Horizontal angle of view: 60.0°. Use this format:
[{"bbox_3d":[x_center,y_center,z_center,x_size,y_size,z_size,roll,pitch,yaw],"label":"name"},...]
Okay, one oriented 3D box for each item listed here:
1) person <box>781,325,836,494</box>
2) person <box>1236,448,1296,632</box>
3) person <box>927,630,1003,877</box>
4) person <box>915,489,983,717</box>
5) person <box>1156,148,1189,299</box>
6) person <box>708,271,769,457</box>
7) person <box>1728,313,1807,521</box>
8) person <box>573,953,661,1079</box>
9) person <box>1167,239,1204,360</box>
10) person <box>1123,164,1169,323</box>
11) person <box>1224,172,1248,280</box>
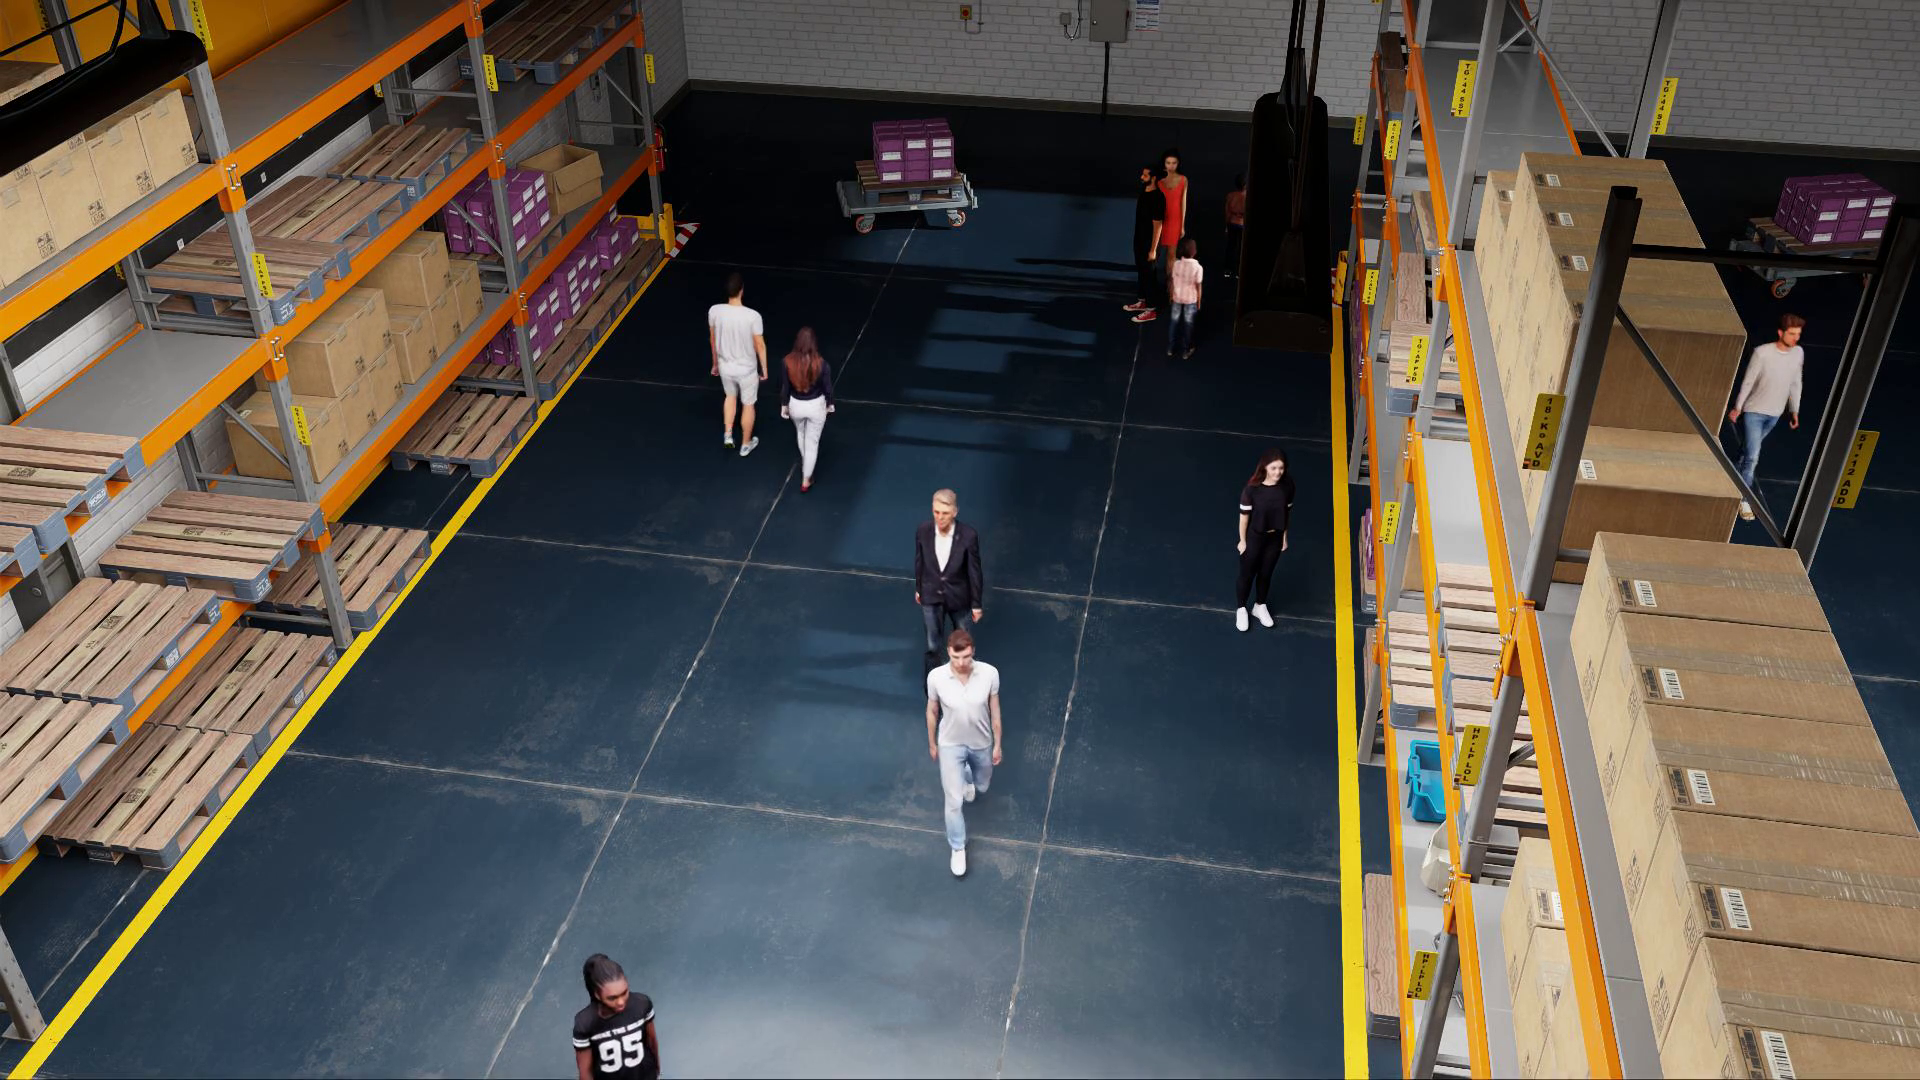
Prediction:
[{"bbox_3d":[-1.394,-1.147,15.034,0.607,1.585,0.798,5,34,8],"label":"person"},{"bbox_3d":[2.419,-0.027,13.299,0.691,1.641,0.706,-7,34,-11],"label":"person"},{"bbox_3d":[0.034,1.305,11.125,0.865,1.829,1.150,-4,34,-6],"label":"person"},{"bbox_3d":[-0.069,0.361,12.597,0.687,1.773,1.135,6,34,9],"label":"person"},{"bbox_3d":[2.294,-3.517,18.478,0.632,1.719,0.588,-3,34,-4],"label":"person"},{"bbox_3d":[-2.100,-1.578,15.453,0.721,1.840,0.747,8,34,11],"label":"person"},{"bbox_3d":[7.104,-1.196,14.843,0.892,1.878,1.038,-7,34,-11],"label":"person"},{"bbox_3d":[-1.840,2.867,8.881,0.993,1.712,1.119,-17,37,-24],"label":"person"},{"bbox_3d":[2.334,-2.520,17.352,0.539,1.306,0.545,14,36,21],"label":"person"},{"bbox_3d":[2.039,-3.236,18.020,0.775,1.758,0.648,-8,34,-11],"label":"person"},{"bbox_3d":[3.190,-3.603,19.028,0.579,1.254,0.570,17,37,24],"label":"person"}]
